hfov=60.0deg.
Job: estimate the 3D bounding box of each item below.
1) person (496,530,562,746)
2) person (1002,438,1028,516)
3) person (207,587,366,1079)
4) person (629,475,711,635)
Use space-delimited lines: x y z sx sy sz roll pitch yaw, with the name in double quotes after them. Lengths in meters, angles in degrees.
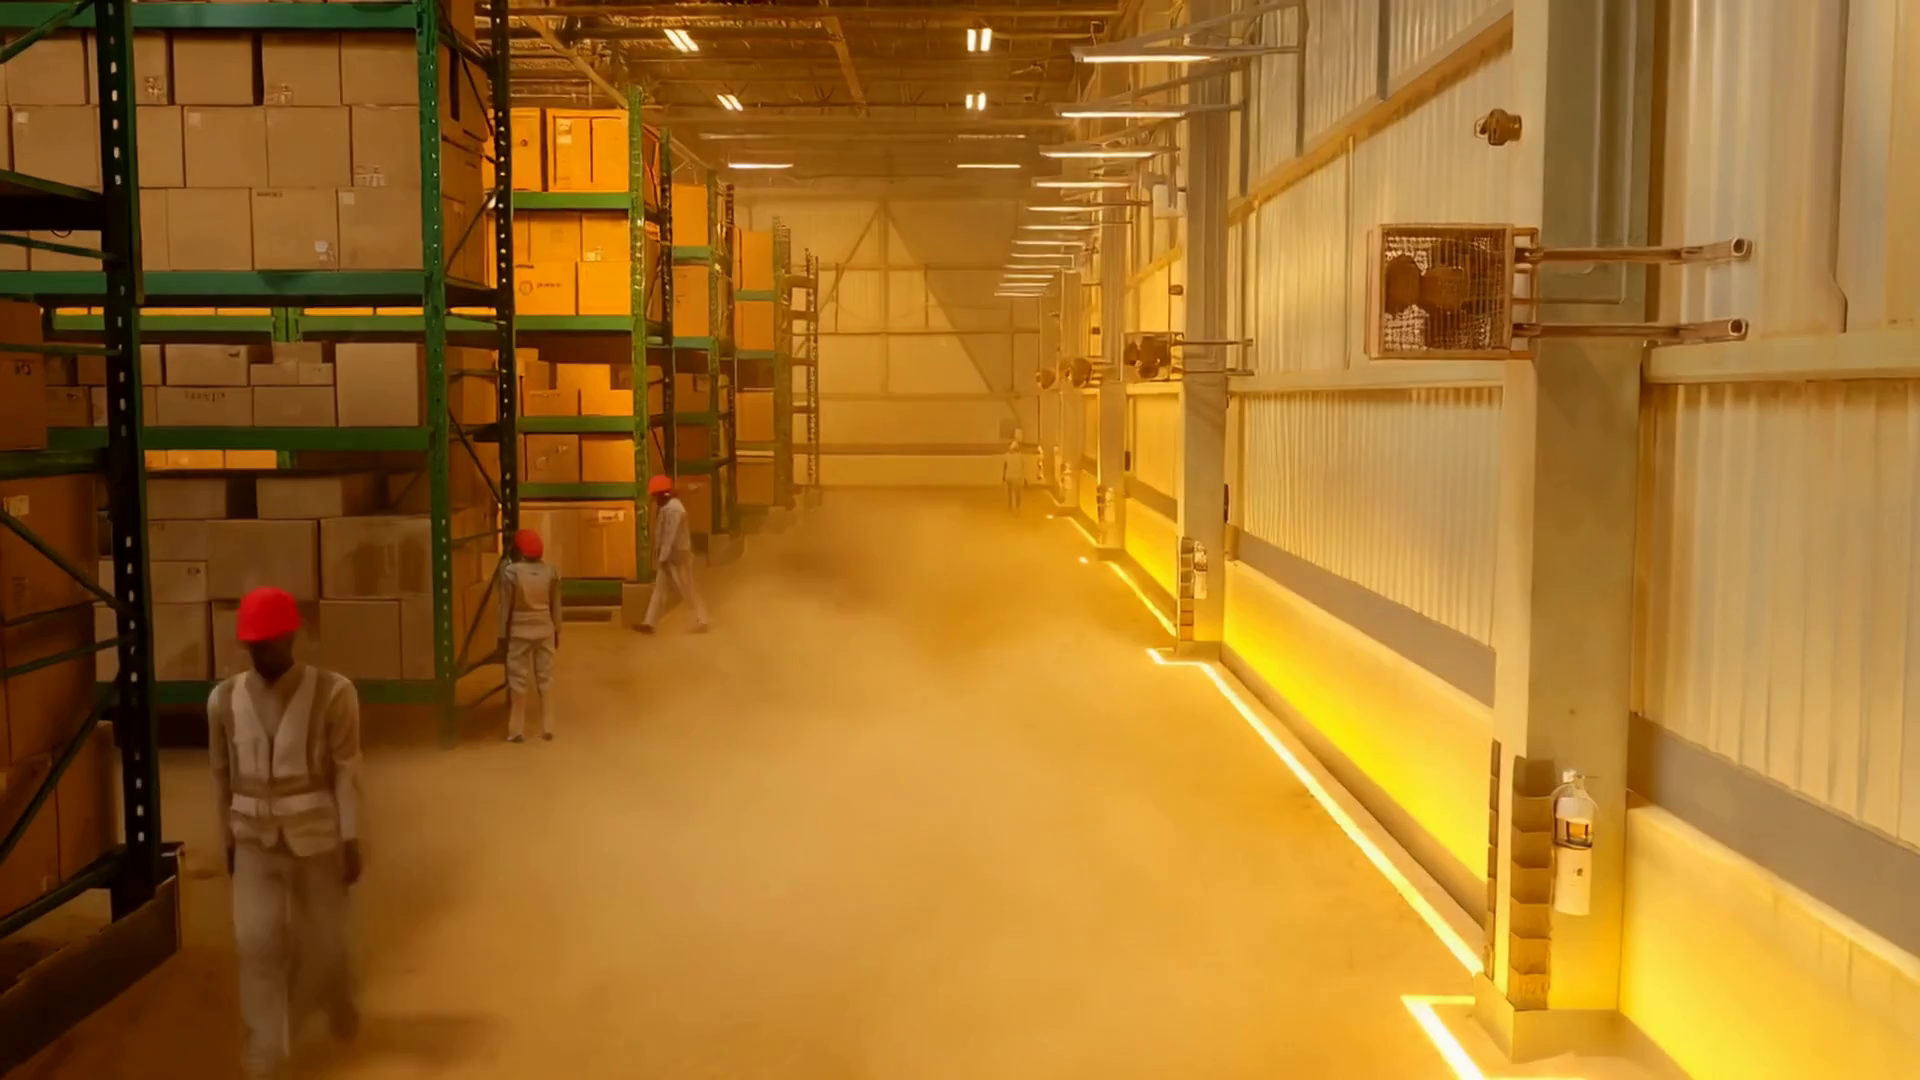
-3.243 0.735 12.553 0.525 1.632 0.312 -5 7 -43 "person"
1.206 -1.375 36.521 0.566 1.737 0.398 0 5 1 "person"
-2.603 1.118 6.508 0.606 1.913 0.968 0 5 -4 "person"
-3.164 0.176 18.282 0.875 1.777 0.616 -2 5 -21 "person"
